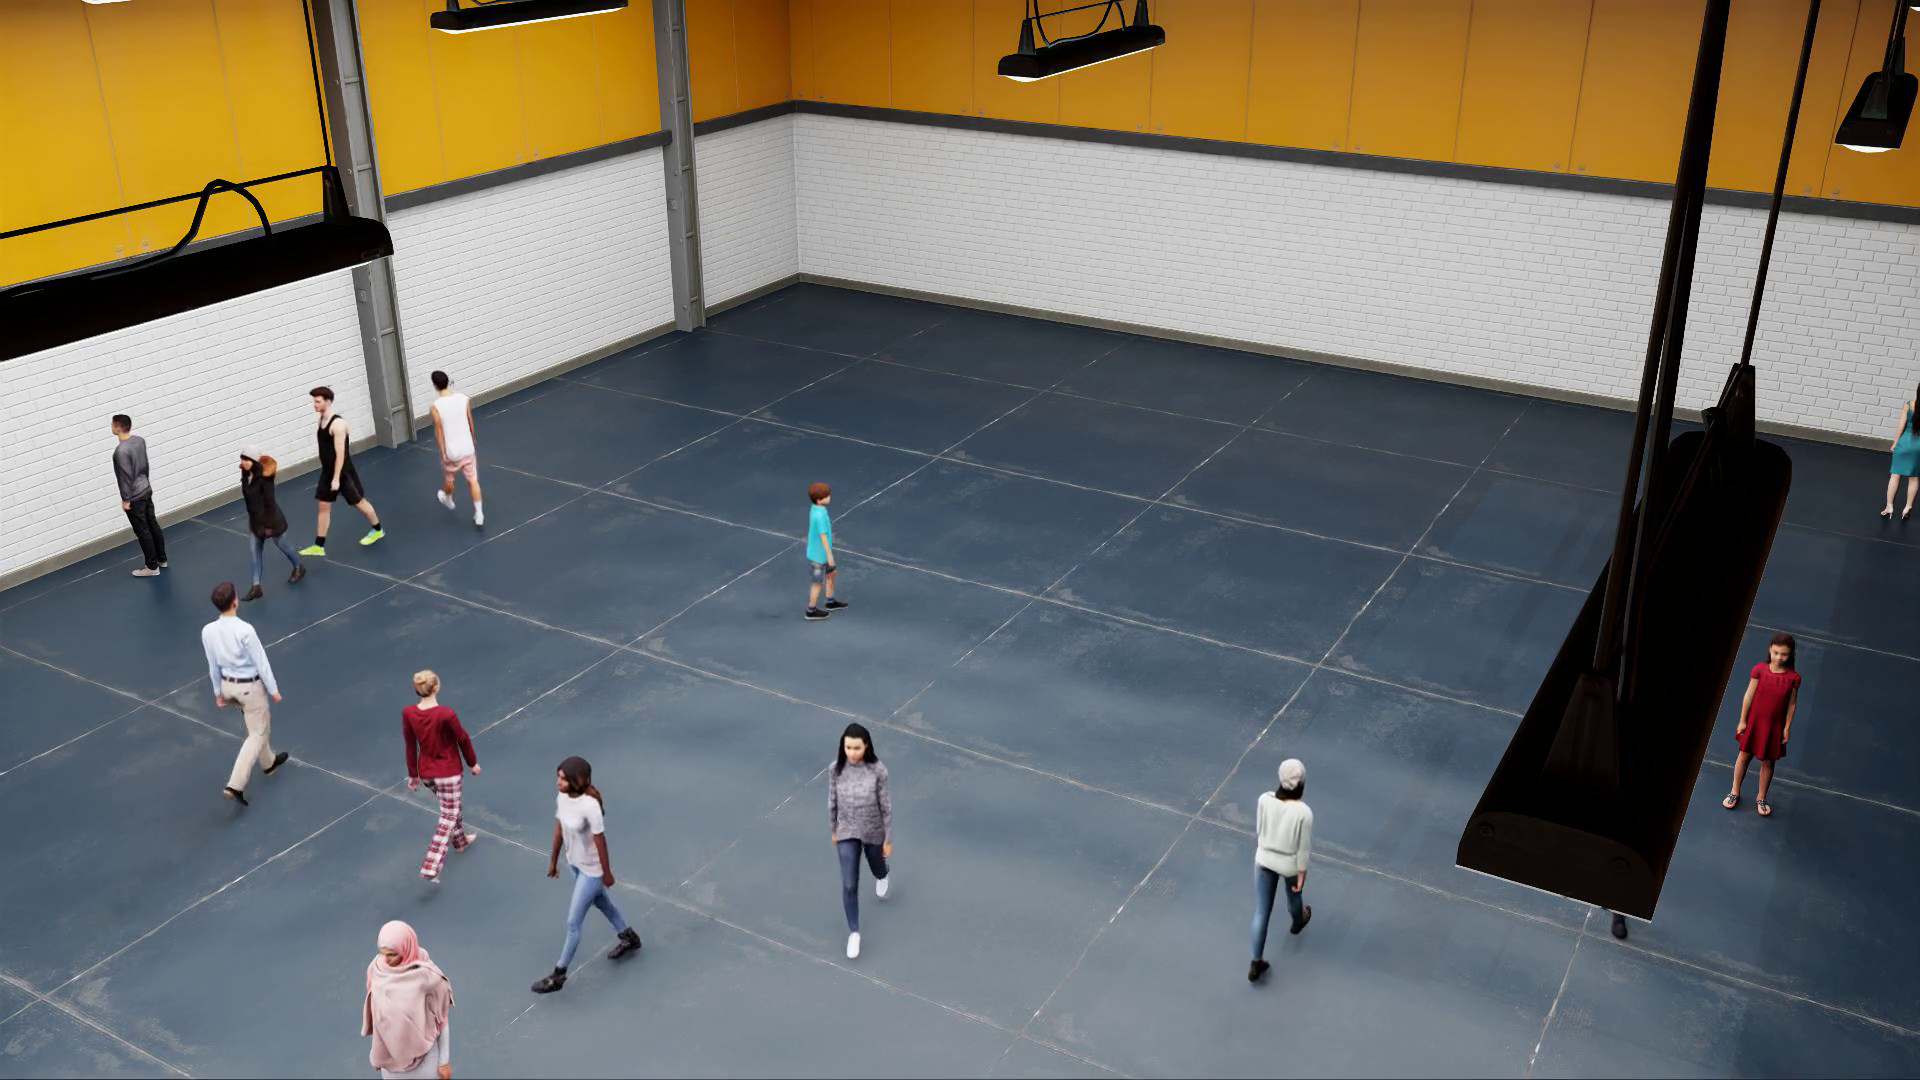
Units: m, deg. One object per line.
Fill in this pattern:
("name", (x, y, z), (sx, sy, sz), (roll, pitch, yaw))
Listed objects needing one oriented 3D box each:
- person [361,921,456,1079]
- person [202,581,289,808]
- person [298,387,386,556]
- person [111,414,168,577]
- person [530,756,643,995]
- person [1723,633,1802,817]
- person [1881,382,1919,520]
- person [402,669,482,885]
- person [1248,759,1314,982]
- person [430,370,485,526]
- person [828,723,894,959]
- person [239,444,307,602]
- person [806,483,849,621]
("person", (-3.135, 2.936, 9.513), (0.708, 1.804, 0.706), (4, 24, 9))
("person", (-5.780, 1.248, 13.353), (0.851, 1.821, 1.231), (6, 24, 13))
("person", (-6.594, -0.737, 17.875), (0.788, 1.837, 1.237), (18, 29, 35))
("person", (-8.601, -0.484, 17.391), (0.758, 1.760, 0.629), (2, 24, 4))
("person", (-2.469, 2.215, 11.326), (1.177, 1.673, 0.824), (-21, 31, -39))
("person", (6.422, 1.442, 13.244), (0.562, 1.554, 0.620), (10, 26, 22))
("person", (10.733, -1.042, 18.761), (0.607, 1.687, 0.556), (7, 24, 15))
("person", (-3.892, 1.766, 12.359), (0.772, 1.668, 1.078), (7, 25, 15))
("person", (2.146, 2.255, 11.332), (0.562, 1.595, 1.067), (13, 27, 27))
("person", (-5.584, -0.977, 18.565), (1.188, 1.723, 1.042), (-16, 28, -32))
("person", (-0.670, 2.023, 11.719), (0.897, 1.710, 1.154), (3, 24, 7))
("person", (-7.024, -0.217, 16.986), (0.706, 1.596, 1.082), (10, 25, 21))
("person", (-1.454, 0.112, 16.433), (0.783, 1.435, 0.731), (-4, 24, -9))
